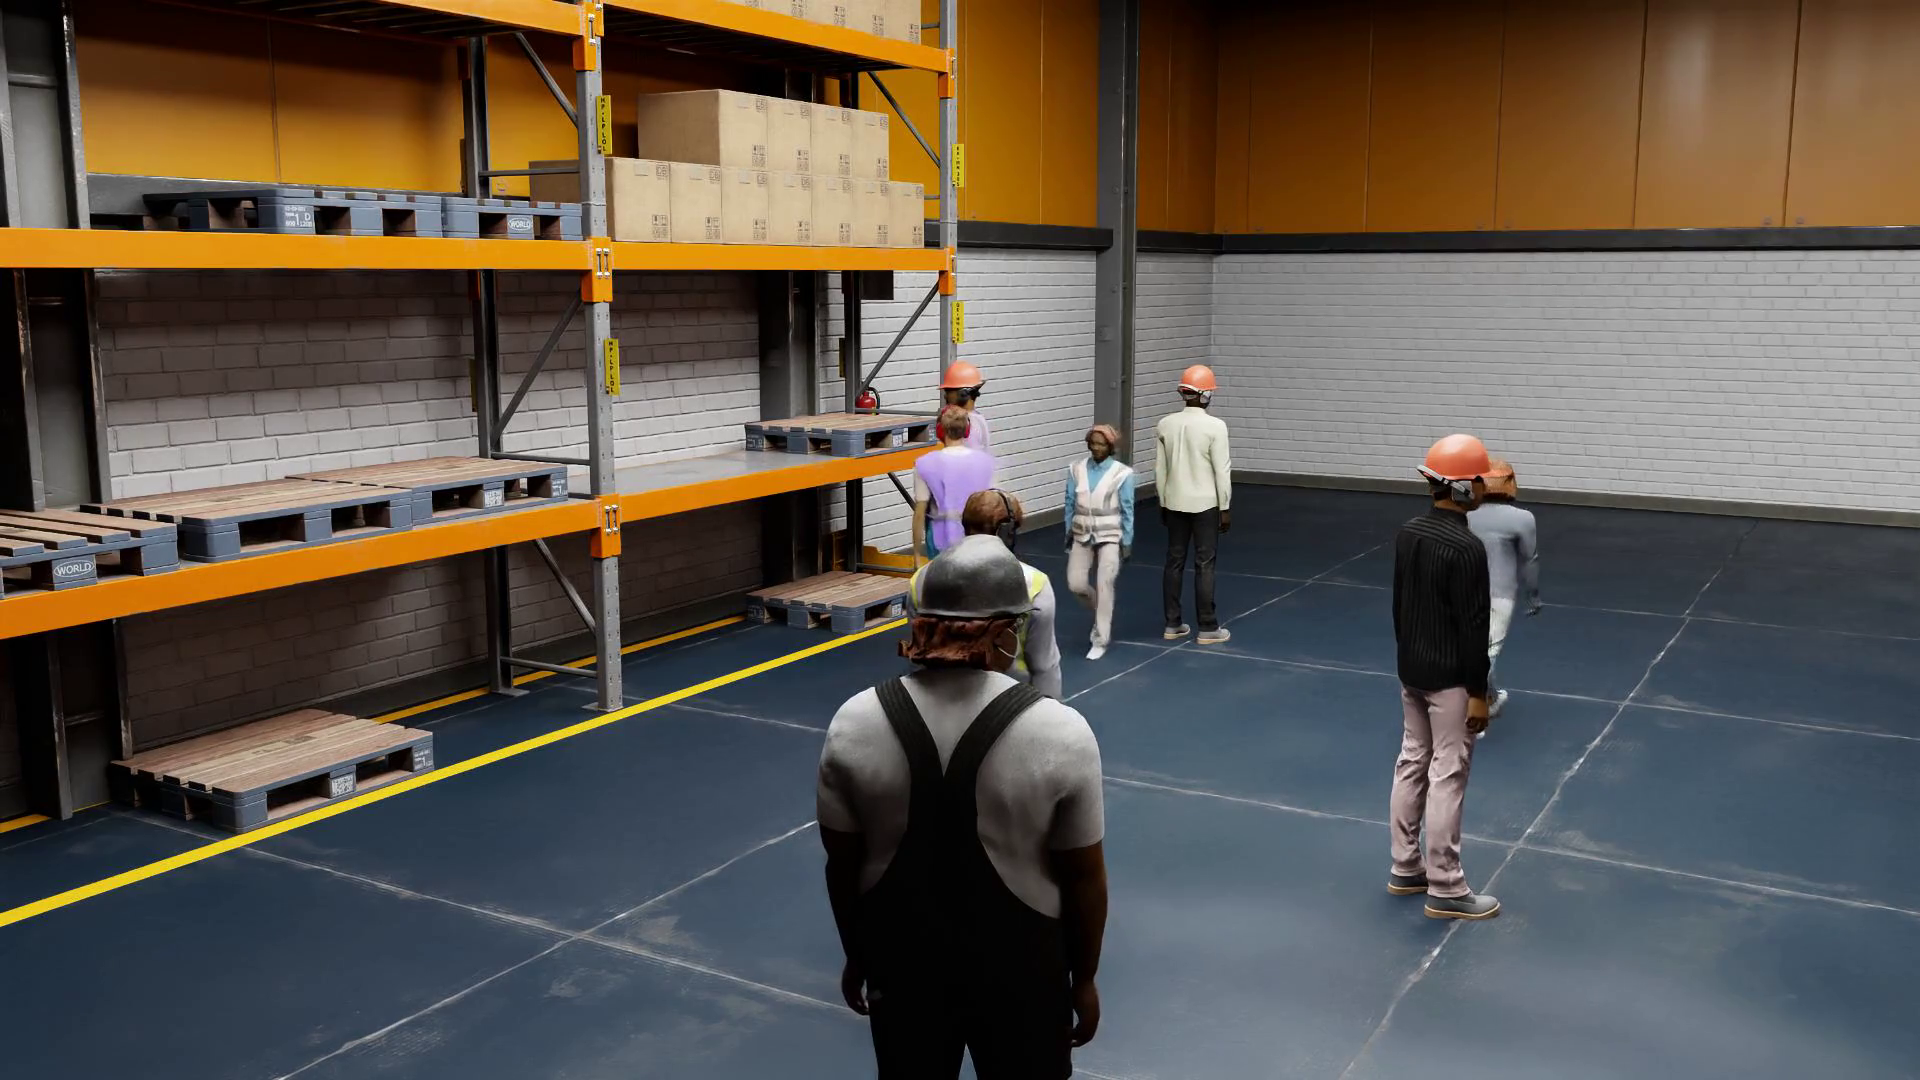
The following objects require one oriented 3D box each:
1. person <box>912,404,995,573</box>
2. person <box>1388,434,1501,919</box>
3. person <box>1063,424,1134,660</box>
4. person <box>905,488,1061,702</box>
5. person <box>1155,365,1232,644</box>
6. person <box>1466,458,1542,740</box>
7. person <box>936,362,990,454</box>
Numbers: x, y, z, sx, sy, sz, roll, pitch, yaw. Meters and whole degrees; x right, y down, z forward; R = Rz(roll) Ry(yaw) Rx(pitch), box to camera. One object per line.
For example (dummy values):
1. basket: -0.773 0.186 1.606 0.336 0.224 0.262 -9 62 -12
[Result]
1. person: -0.021 0.047 10.618 0.569 1.824 0.766 -4 10 -25
2. person: 2.009 0.557 6.887 0.377 1.995 0.608 -2 9 -15
3. person: 0.969 0.001 11.490 0.535 1.624 0.417 5 11 31
4. person: 0.106 0.717 6.393 0.624 1.836 0.430 5 10 28
5. person: 1.686 -0.255 11.951 0.608 1.996 0.380 8 12 40
6. person: 3.075 0.325 9.582 0.500 1.588 0.861 8 12 41
7. person: 0.021 -0.213 11.542 0.383 2.041 0.616 0 9 0
